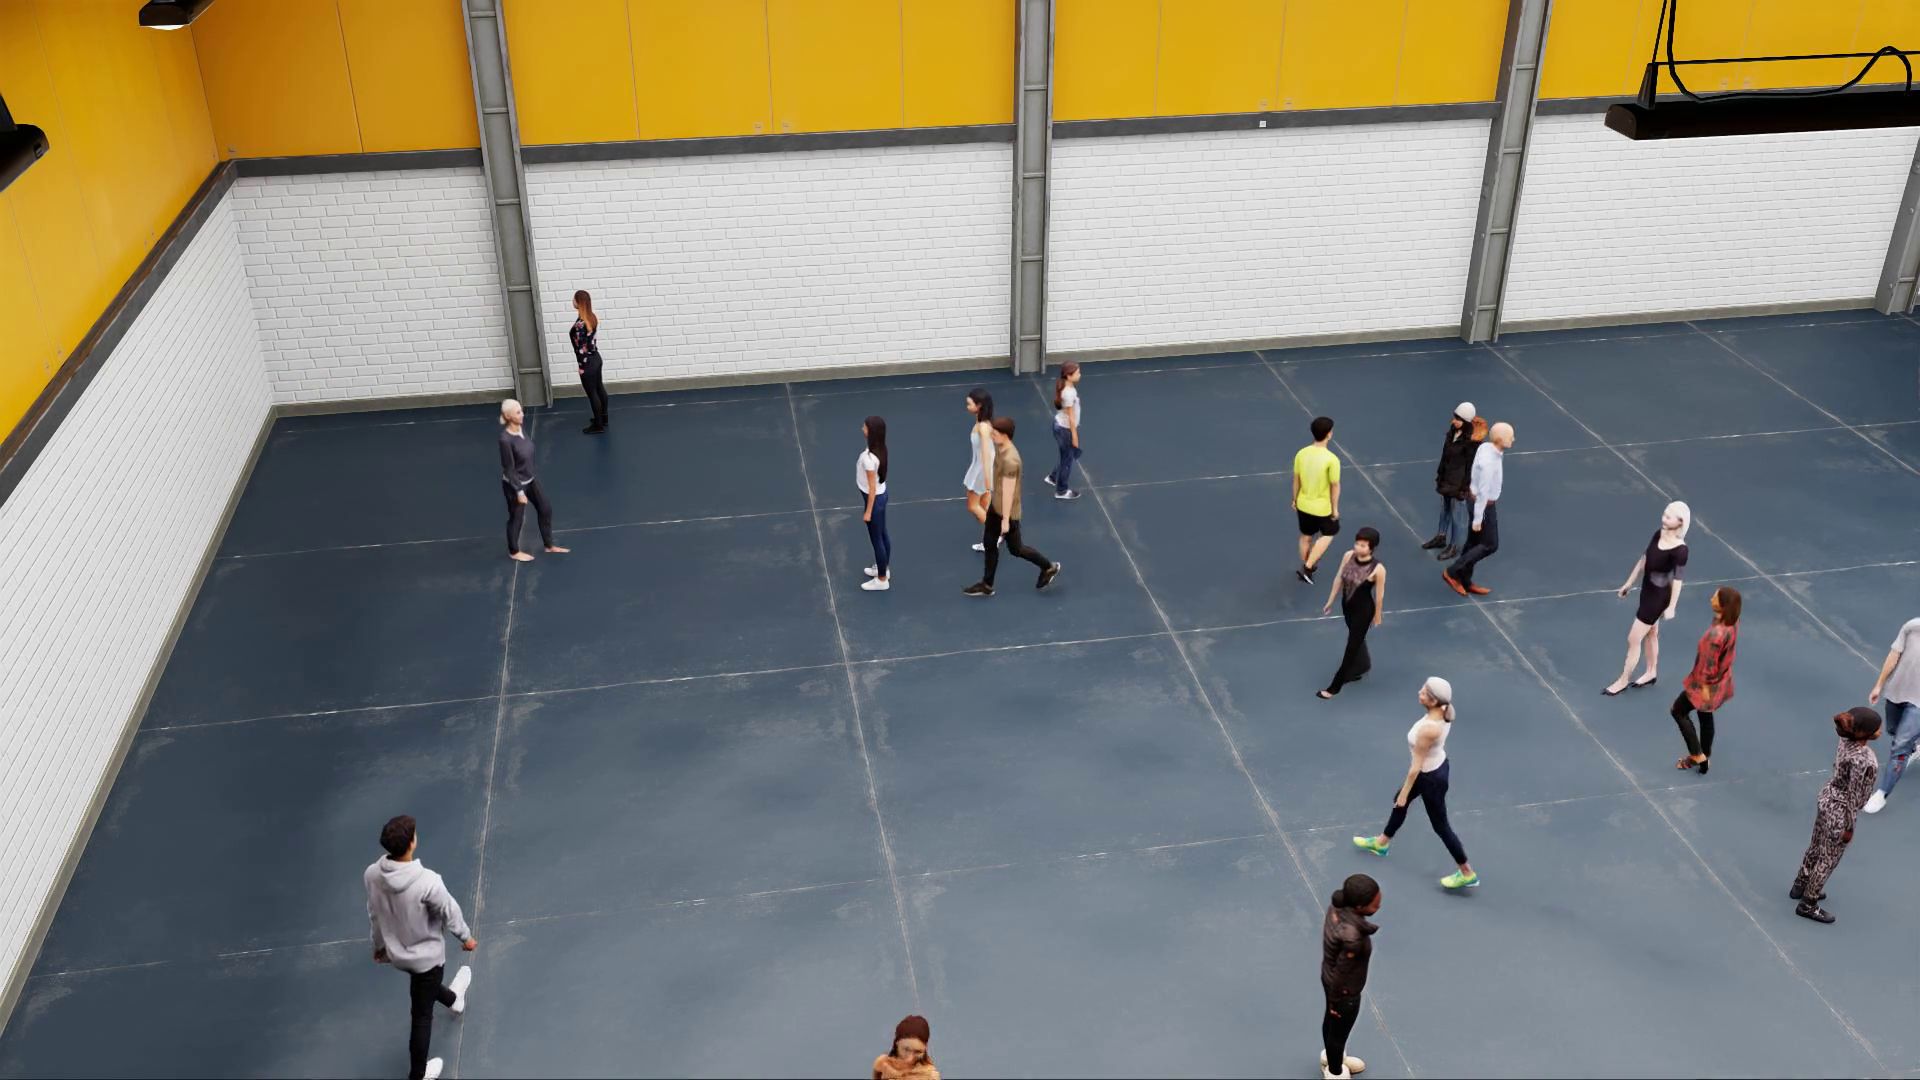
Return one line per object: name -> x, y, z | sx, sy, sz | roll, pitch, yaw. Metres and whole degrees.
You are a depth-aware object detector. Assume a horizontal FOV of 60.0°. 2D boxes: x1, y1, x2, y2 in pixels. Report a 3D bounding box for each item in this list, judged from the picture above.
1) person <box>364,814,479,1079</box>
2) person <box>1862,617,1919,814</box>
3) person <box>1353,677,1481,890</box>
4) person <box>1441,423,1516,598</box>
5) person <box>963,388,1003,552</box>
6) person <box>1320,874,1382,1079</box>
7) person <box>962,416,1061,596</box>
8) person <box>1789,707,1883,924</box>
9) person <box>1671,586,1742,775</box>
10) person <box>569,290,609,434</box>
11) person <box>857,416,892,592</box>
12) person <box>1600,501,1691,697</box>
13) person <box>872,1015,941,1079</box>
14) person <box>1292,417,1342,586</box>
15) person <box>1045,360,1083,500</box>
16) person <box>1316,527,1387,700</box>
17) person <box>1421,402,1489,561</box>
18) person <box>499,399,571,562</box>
person -> -3.365, 2.585, 10.156 | 1.241, 1.877, 1.107 | 7, 29, 12
person -> 7.373, 1.173, 12.771 | 1.282, 1.852, 0.972 | -16, 32, -26
person -> 3.439, 1.771, 11.881 | 1.244, 1.654, 1.109 | 15, 32, 25
person -> 4.783, -0.286, 15.522 | 0.826, 1.779, 0.759 | 7, 29, 13
person -> 0.327, -0.675, 16.307 | 0.656, 1.711, 0.638 | -1, 29, -2
person -> 2.323, 2.711, 10.151 | 0.608, 1.661, 0.670 | -5, 29, -8
person -> 0.515, -0.285, 15.470 | 1.180, 1.826, 0.722 | -7, 29, -12
person -> 6.123, 1.889, 11.603 | 0.685, 1.714, 0.665 | 7, 29, 12
person -> 5.941, 1.139, 13.001 | 0.796, 1.691, 0.720 | 24, 36, 36
person -> -4.184, -2.025, 18.812 | 0.615, 1.681, 0.629 | 5, 29, 9
person -> -0.782, -0.357, 15.657 | 0.628, 1.774, 0.654 | 5, 29, 9
person -> 5.949, 0.489, 14.063 | 0.801, 1.816, 0.611 | -3, 29, -6
person -> -0.265, 3.269, 8.952 | 0.657, 1.829, 0.745 | 17, 33, 28
person -> 3.326, -0.329, 15.682 | 0.852, 1.701, 0.915 | 22, 36, 35
person -> 1.044, -1.151, 17.347 | 0.645, 1.549, 0.587 | -2, 29, -3
person -> 3.435, 0.584, 14.153 | 1.085, 1.563, 0.848 | -18, 33, -29
person -> 4.841, -0.598, 16.242 | 0.662, 1.636, 0.674 | -10, 30, -18
person -> -4.340, -0.579, 16.132 | 0.914, 1.708, 0.805 | 6, 29, 10
